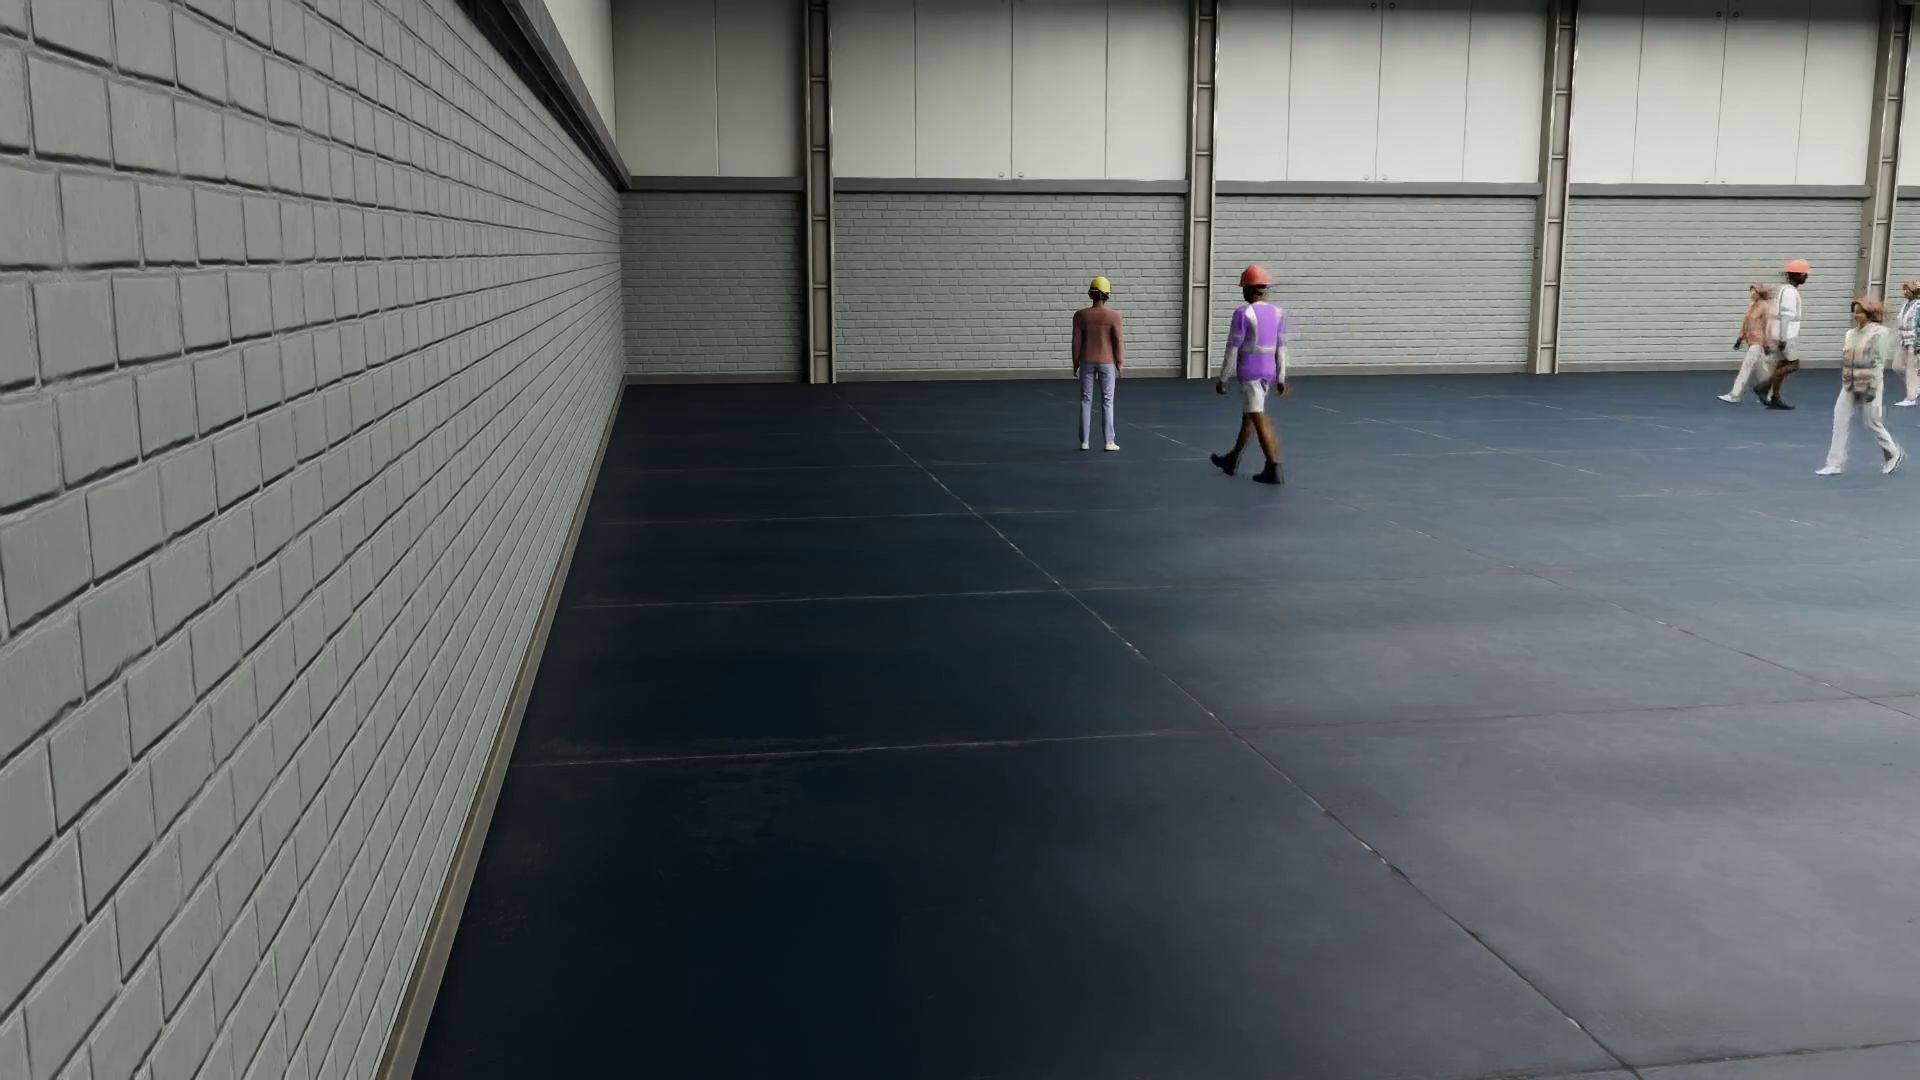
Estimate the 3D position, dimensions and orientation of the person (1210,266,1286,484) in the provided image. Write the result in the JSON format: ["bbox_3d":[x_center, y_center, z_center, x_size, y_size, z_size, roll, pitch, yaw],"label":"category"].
[{"bbox_3d":[2.554,-1.469,14.741,0.559,1.884,0.974,-8,12,-38],"label":"person"}]

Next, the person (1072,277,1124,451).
[{"bbox_3d":[1.400,-1.779,16.875,0.534,1.767,0.319,3,10,18],"label":"person"}]

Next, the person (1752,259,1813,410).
[{"bbox_3d":[10.505,-2.606,21.172,0.523,1.922,0.555,4,11,20],"label":"person"}]

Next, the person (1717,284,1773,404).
[{"bbox_3d":[10.545,-2.605,22.128,0.832,1.594,0.521,1,10,5],"label":"person"}]

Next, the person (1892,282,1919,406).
[{"bbox_3d":[12.451,-2.552,21.723,0.407,1.626,0.531,0,10,0],"label":"person"}]

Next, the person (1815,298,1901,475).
[{"bbox_3d":[8.184,-1.379,15.017,0.734,1.612,0.516,-3,10,-18],"label":"person"}]
